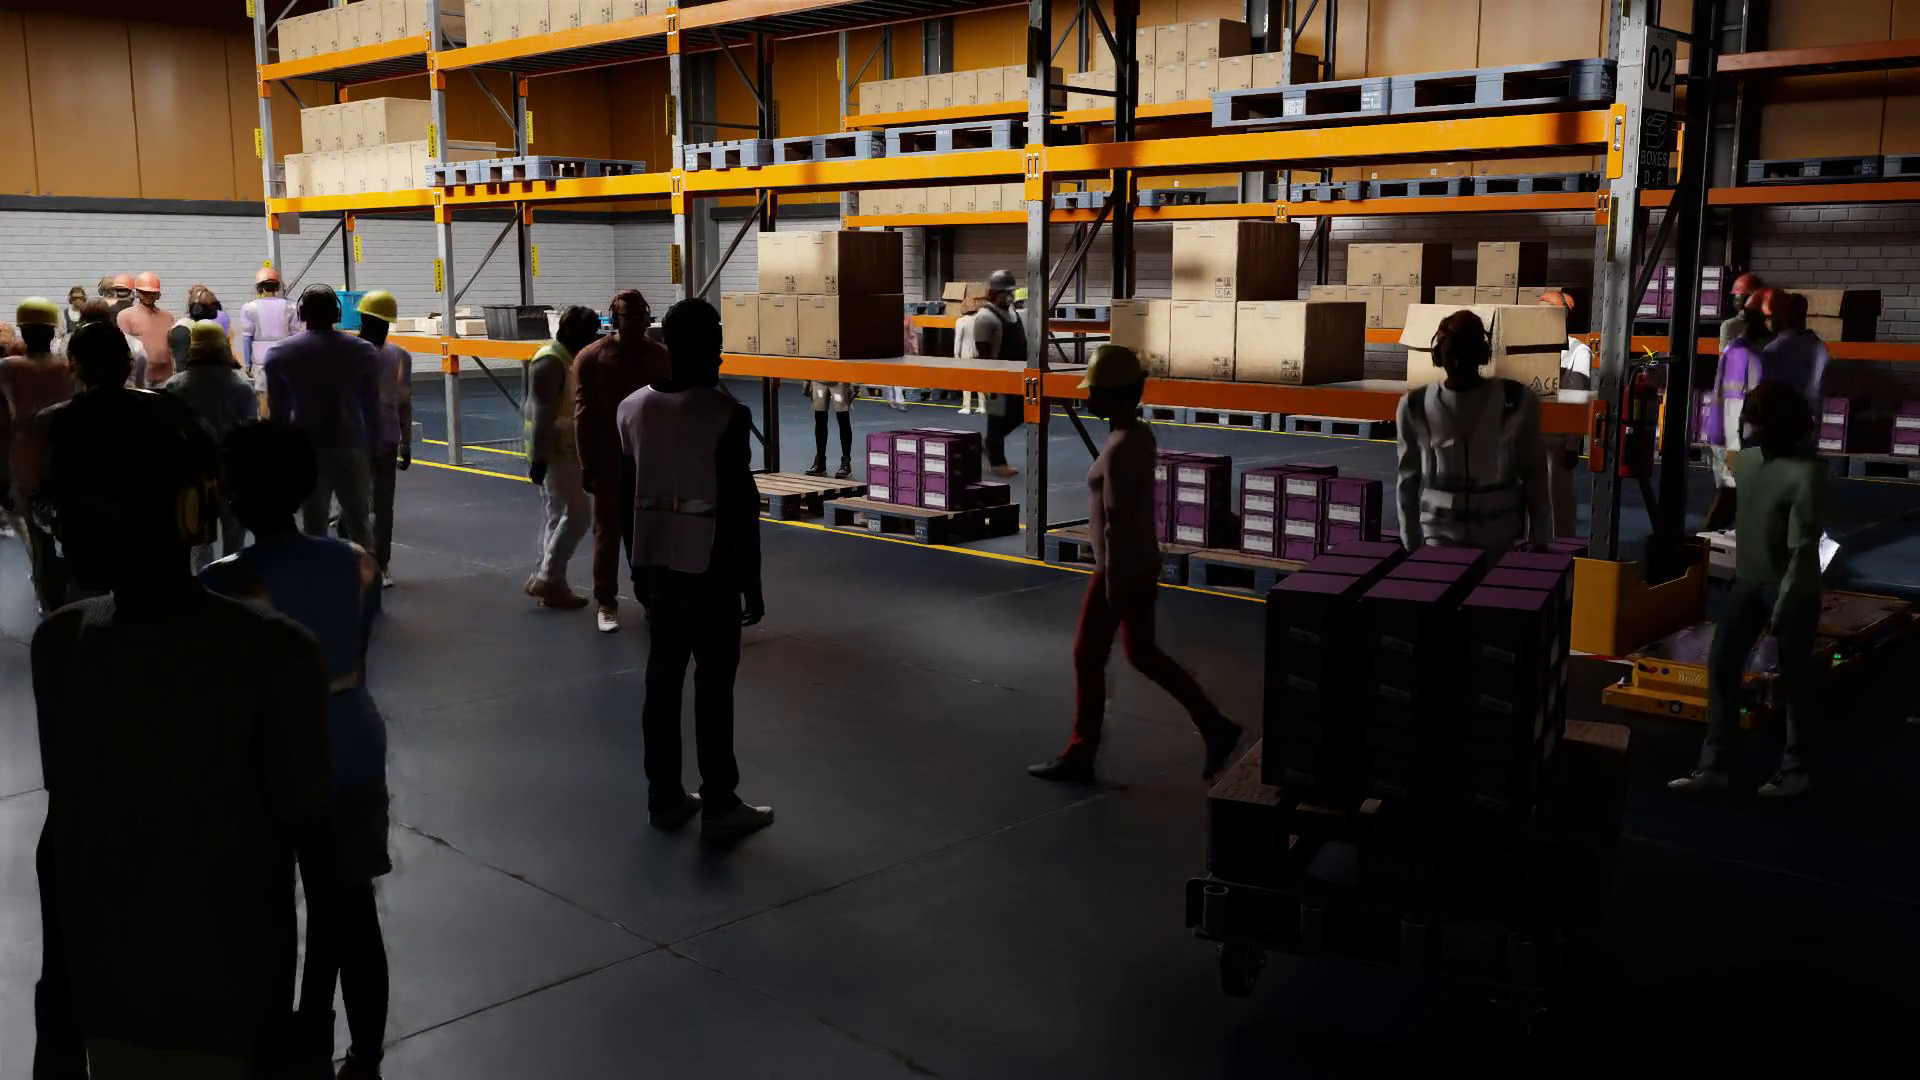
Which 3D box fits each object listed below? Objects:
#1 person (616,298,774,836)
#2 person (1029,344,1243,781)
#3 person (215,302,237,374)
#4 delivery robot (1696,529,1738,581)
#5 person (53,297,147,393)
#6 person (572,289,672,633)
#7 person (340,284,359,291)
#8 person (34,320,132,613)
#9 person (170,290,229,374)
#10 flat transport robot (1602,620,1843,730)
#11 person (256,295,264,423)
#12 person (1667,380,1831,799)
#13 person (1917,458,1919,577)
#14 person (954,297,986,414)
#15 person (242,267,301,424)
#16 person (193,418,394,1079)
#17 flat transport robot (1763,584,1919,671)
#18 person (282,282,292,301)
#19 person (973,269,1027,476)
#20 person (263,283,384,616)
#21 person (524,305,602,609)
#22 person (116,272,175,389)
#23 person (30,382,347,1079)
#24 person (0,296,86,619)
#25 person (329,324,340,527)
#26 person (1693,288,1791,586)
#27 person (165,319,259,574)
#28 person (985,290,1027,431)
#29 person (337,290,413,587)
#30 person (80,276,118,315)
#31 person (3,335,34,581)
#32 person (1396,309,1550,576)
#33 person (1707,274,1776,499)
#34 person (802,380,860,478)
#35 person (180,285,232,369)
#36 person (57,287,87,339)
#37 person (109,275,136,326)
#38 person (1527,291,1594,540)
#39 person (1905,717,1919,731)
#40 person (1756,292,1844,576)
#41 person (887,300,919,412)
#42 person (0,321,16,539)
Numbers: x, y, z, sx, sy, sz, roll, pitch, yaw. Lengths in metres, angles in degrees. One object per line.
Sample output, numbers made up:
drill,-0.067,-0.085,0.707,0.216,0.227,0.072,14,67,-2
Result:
person,-0.960,0.103,5.952,0.596,1.918,0.380,6,11,31
person,0.686,0.107,6.450,0.763,1.740,0.524,4,10,21
person,-9.016,-2.112,20.333,0.666,1.649,0.542,4,10,23
delivery robot,4.704,0.097,9.871,0.477,0.478,0.707,-2,10,-14
person,-6.276,-0.856,12.161,0.643,1.810,0.736,-6,11,-31
person,-1.836,-0.445,9.349,0.637,1.911,0.406,-6,11,-32
person,-9.057,-2.923,24.781,0.600,1.827,0.403,2,9,12
person,-3.365,0.057,6.510,0.911,1.842,0.538,7,12,38
person,-6.814,-1.324,14.975,0.603,1.828,0.672,2,9,10
flat transport robot,3.639,0.612,7.872,0.652,0.197,1.431,8,12,41
person,-8.824,-2.350,21.228,0.451,1.845,0.637,-1,9,-7
person,2.999,0.207,6.258,0.690,1.602,0.508,-3,10,-20
person,6.160,-0.548,9.828,0.632,1.978,1.088,-2,9,-11
person,0.153,-2.575,23.284,0.500,1.629,0.288,-5,10,-27
person,-7.685,-2.022,18.622,0.609,2.038,0.400,-4,10,-24
person,-1.631,0.549,3.971,0.673,1.671,0.533,6,11,33
flat transport robot,4.608,0.445,8.898,0.652,0.197,1.431,8,12,42
person,-9.919,-2.870,24.288,0.644,1.900,0.969,0,9,0
person,0.420,-1.647,16.310,0.560,2.000,0.696,5,11,30
person,-3.634,-0.497,9.569,0.629,1.940,0.379,-3,10,-20
person,-2.350,-0.483,9.886,0.447,1.809,0.701,1,9,4
person,-7.957,-1.632,16.376,0.392,1.990,0.612,5,11,28
person,-1.119,0.710,2.385,0.513,1.872,0.328,2,10,14
person,-5.051,-0.411,9.256,0.592,1.880,1.000,-6,11,-33
person,-4.917,-0.890,12.941,0.442,1.624,0.518,3,10,19
person,4.987,-0.649,10.618,0.485,1.901,0.662,6,11,34
person,-4.325,-0.413,9.657,0.498,1.728,0.404,-2,10,-14
person,0.681,-2.262,20.856,0.621,1.780,0.915,-7,11,-35
person,-3.816,-0.658,10.695,0.615,1.896,0.587,-7,11,-35
person,-9.498,-1.987,18.704,0.638,1.938,0.356,-4,10,-21
person,-5.839,-0.480,10.468,0.717,1.610,0.510,8,12,40
person,2.146,-0.038,6.997,0.629,1.865,0.682,3,10,20
person,6.682,-1.264,14.153,0.620,1.978,0.496,-3,10,-15
person,-1.253,-1.577,16.107,0.614,1.963,0.361,4,10,21
person,-8.355,-1.902,18.492,0.388,1.838,0.564,6,11,34
person,-11.324,-2.361,21.472,0.526,1.791,1.005,-6,11,-31
person,-9.012,-1.894,18.085,0.640,1.947,0.929,-1,9,-7
person,3.750,-0.634,10.581,0.351,1.882,0.581,-3,10,-18
person,4.594,0.054,6.927,0.949,1.701,0.580,4,10,24
person,5.432,-0.672,10.861,0.665,1.882,0.813,-6,11,-34
person,-0.892,-2.705,23.764,0.538,1.725,0.892,-4,10,-26
person,-7.156,-0.827,12.526,0.507,1.631,0.266,-9,13,-44
